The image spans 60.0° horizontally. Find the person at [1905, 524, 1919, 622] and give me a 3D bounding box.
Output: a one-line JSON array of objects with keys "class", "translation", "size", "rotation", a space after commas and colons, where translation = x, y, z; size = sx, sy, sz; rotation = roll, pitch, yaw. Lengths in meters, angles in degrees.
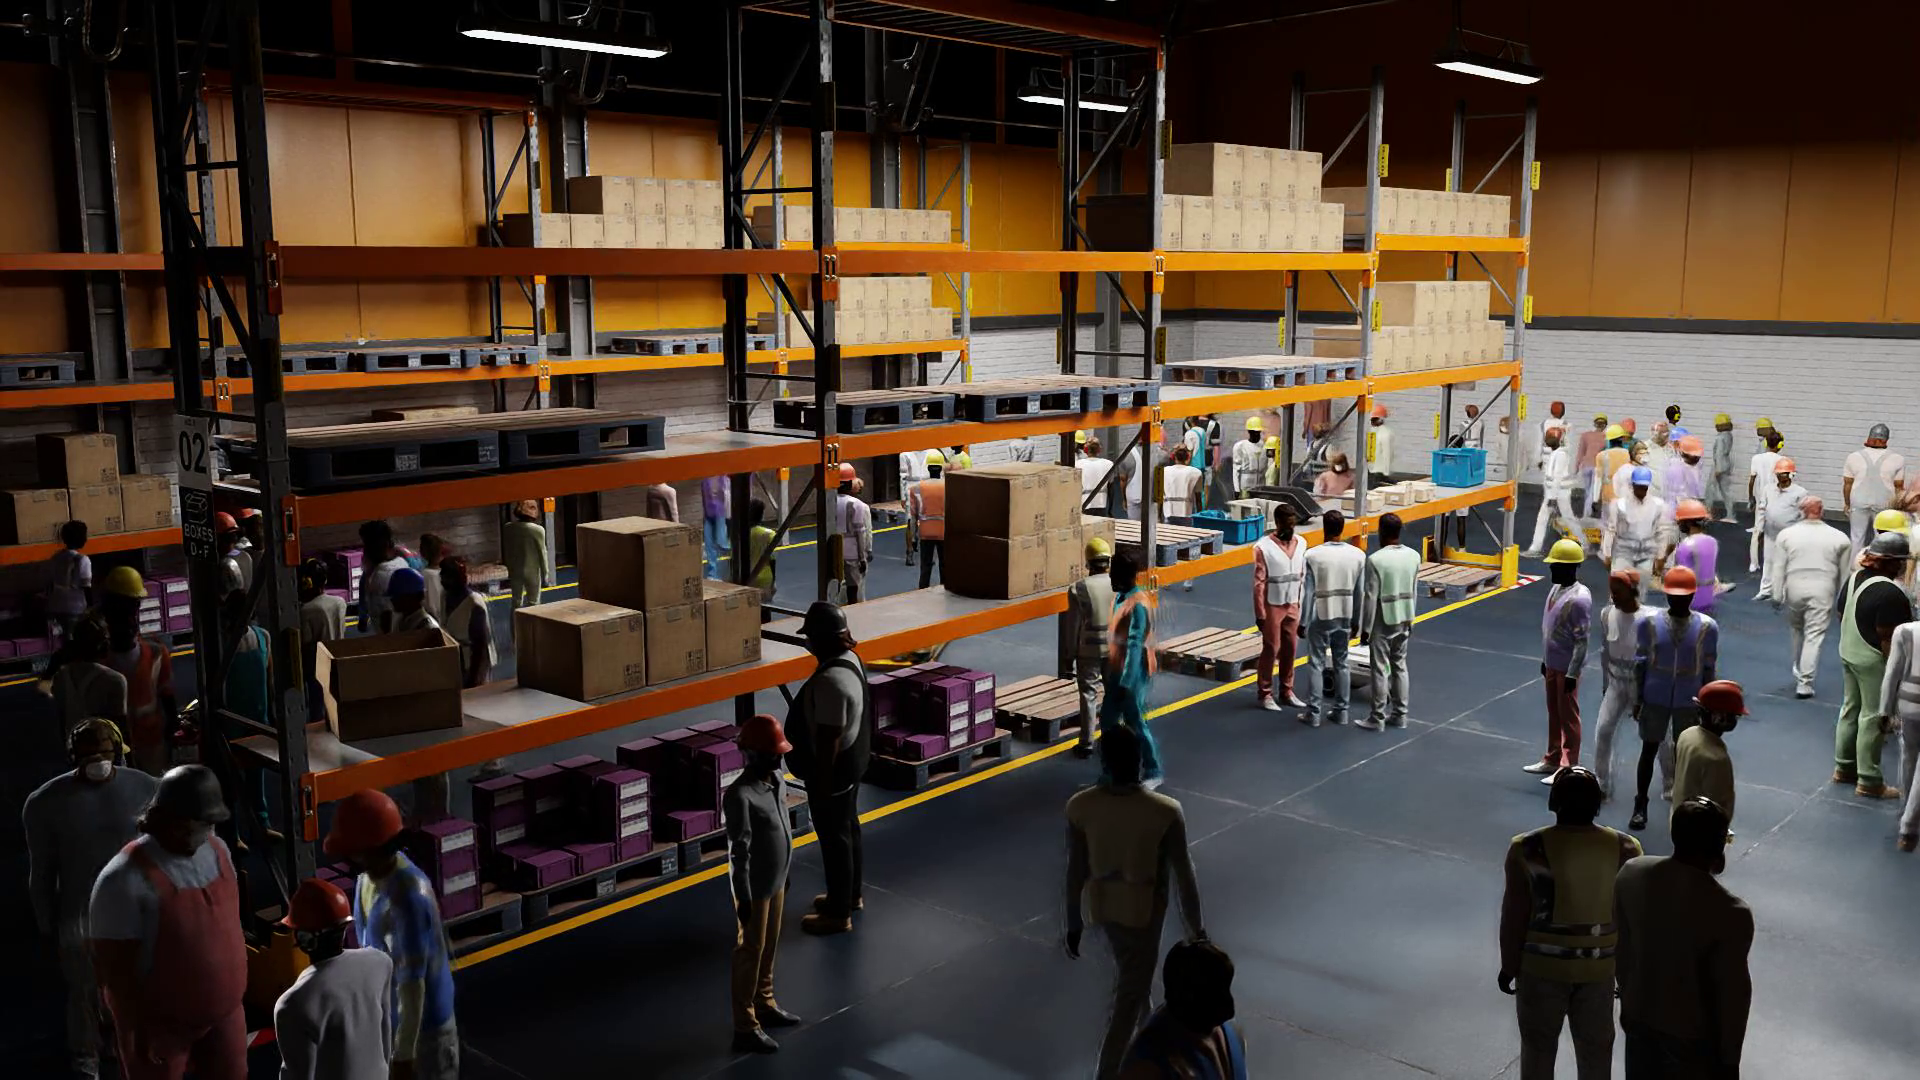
[{"class": "person", "translation": [9.468, 0.466, 16.117], "size": [0.588, 1.826, 0.491], "rotation": [6, 11, 32]}]

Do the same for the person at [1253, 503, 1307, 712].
[{"class": "person", "translation": [2.893, 0.602, 15.096], "size": [0.603, 1.904, 0.386], "rotation": [-6, 11, -32]}]

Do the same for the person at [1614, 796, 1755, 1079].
[{"class": "person", "translation": [2.926, 1.983, 6.797], "size": [0.367, 1.932, 0.623], "rotation": [-5, 11, -28]}]

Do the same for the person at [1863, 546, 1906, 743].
[{"class": "person", "translation": [7.760, 0.883, 14.071], "size": [0.548, 1.676, 0.350], "rotation": [-7, 12, -36]}]

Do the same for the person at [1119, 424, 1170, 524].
[{"class": "person", "translation": [2.419, -0.544, 21.532], "size": [0.680, 2.000, 0.537], "rotation": [4, 10, 21]}]

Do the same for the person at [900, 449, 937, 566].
[{"class": "person", "translation": [-0.528, -0.607, 22.253], "size": [0.546, 1.929, 0.388], "rotation": [-1, 10, -7]}]

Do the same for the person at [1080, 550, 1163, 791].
[{"class": "person", "translation": [1.292, 1.027, 12.665], "size": [0.665, 1.885, 0.671], "rotation": [-3, 10, -15]}]

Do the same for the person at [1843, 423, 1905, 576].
[{"class": "person", "translation": [11.568, -0.469, 21.086], "size": [0.683, 2.000, 0.536], "rotation": [6, 11, 33]}]

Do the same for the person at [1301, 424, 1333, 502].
[{"class": "person", "translation": [5.462, -0.992, 25.527], "size": [0.872, 1.585, 0.543], "rotation": [-4, 10, -24]}]

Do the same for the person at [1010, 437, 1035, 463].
[{"class": "person", "translation": [0.897, -0.940, 24.786], "size": [0.492, 1.744, 0.295], "rotation": [-9, 13, -44]}]

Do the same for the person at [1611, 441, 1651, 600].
[{"class": "person", "translation": [8.061, -0.224, 19.927], "size": [0.632, 1.940, 0.372], "rotation": [-7, 12, -37]}]

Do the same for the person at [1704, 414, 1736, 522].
[{"class": "person", "translation": [11.867, -1.110, 25.966], "size": [0.511, 1.728, 0.640], "rotation": [-9, 13, -43]}]

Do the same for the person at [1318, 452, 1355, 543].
[{"class": "person", "translation": [4.962, -0.377, 21.851], "size": [0.504, 1.607, 0.599], "rotation": [2, 10, 12]}]

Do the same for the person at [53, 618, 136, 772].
[{"class": "person", "translation": [-5.446, 1.402, 10.520], "size": [0.503, 1.840, 0.342], "rotation": [2, 10, 13]}]

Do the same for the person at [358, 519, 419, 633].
[{"class": "person", "translation": [-5.099, 0.676, 15.031], "size": [0.649, 1.792, 0.938], "rotation": [6, 11, 34]}]

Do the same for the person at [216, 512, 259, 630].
[{"class": "person", "translation": [-6.002, 0.769, 13.701], "size": [0.394, 2.040, 0.609], "rotation": [-1, 10, -7]}]

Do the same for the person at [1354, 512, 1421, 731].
[{"class": "person", "translation": [3.738, 0.713, 14.444], "size": [0.596, 1.907, 0.411], "rotation": [-6, 11, -32]}]

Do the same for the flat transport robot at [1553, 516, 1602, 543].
[{"class": "flat transport robot", "translation": [9.177, -0.161, 24.518], "size": [0.652, 0.197, 1.431], "rotation": [2, 10, 13]}]

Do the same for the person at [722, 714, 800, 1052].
[{"class": "person", "translation": [-1.015, 1.755, 8.659], "size": [0.338, 1.749, 0.573], "rotation": [3, 10, 16]}]

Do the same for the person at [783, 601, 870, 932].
[{"class": "person", "translation": [-0.821, 1.357, 10.184], "size": [0.536, 2.000, 0.684], "rotation": [1, 10, 4]}]

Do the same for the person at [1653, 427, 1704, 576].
[{"class": "person", "translation": [9.282, -0.488, 21.490], "size": [0.602, 1.943, 0.393], "rotation": [-3, 10, -19]}]

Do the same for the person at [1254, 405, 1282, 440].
[{"class": "person", "translation": [5.169, -1.447, 27.448], "size": [0.673, 1.855, 0.960], "rotation": [-7, 12, -34]}]

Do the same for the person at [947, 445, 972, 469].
[{"class": "person", "translation": [-0.017, -0.680, 23.369], "size": [0.322, 1.697, 0.533], "rotation": [-5, 11, -28]}]

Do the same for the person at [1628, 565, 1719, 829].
[{"class": "person", "translation": [5.073, 1.131, 11.836], "size": [0.547, 1.938, 0.379], "rotation": [4, 10, 22]}]

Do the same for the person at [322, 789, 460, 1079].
[{"class": "person", "translation": [-2.327, 1.949, 6.824], "size": [0.863, 1.981, 0.612], "rotation": [-9, 13, -44]}]

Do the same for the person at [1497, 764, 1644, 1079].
[{"class": "person", "translation": [2.725, 1.908, 7.490], "size": [0.626, 1.844, 0.429], "rotation": [0, 10, 1]}]

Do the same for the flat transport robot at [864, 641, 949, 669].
[{"class": "flat transport robot", "translation": [-0.531, 1.078, 17.120], "size": [0.652, 0.197, 1.431], "rotation": [1, 10, 8]}]

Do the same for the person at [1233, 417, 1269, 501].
[{"class": "person", "translation": [4.058, -0.752, 23.110], "size": [0.586, 1.928, 0.369], "rotation": [-5, 11, -25]}]

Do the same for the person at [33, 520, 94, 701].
[{"class": "person", "translation": [-8.376, 0.649, 15.559], "size": [0.553, 1.659, 0.822], "rotation": [6, 11, 31]}]

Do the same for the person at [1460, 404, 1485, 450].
[{"class": "person", "translation": [8.720, -1.496, 28.398], "size": [0.514, 1.645, 0.309], "rotation": [-5, 11, -25]}]

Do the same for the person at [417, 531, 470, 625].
[{"class": "person", "translation": [-4.382, 0.826, 14.086], "size": [0.567, 1.810, 0.912], "rotation": [-7, 12, -36]}]

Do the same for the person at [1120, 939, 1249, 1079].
[{"class": "person", "translation": [0.778, 2.222, 5.615], "size": [0.429, 1.843, 0.627], "rotation": [6, 11, 33]}]

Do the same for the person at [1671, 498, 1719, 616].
[{"class": "person", "translation": [6.715, 0.579, 15.202], "size": [0.543, 1.915, 0.544], "rotation": [-6, 11, -31]}]

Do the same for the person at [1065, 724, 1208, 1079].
[{"class": "person", "translation": [0.808, 1.823, 7.995], "size": [0.649, 1.854, 1.047], "rotation": [6, 11, 32]}]

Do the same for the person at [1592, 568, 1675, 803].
[{"class": "person", "translation": [5.094, 1.089, 12.495], "size": [0.921, 1.829, 0.607], "rotation": [-7, 12, -35]}]

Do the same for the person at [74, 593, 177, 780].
[{"class": "person", "translation": [-5.452, 1.285, 10.902], "size": [0.614, 1.949, 0.708], "rotation": [-8, 12, -40]}]

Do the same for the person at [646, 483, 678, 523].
[{"class": "person", "translation": [-3.494, -0.093, 19.658], "size": [0.524, 1.769, 0.326], "rotation": [9, 13, 44]}]

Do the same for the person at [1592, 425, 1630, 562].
[{"class": "person", "translation": [8.787, -0.588, 22.242], "size": [0.671, 1.879, 0.902], "rotation": [2, 10, 9]}]

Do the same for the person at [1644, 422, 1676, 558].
[{"class": "person", "translation": [9.453, -0.654, 22.588], "size": [0.651, 1.908, 0.409], "rotation": [-3, 10, -20]}]

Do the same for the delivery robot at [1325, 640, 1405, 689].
[{"class": "delivery robot", "translation": [3.771, 1.160, 15.506], "size": [0.707, 0.478, 0.477], "rotation": [9, 13, 44]}]
